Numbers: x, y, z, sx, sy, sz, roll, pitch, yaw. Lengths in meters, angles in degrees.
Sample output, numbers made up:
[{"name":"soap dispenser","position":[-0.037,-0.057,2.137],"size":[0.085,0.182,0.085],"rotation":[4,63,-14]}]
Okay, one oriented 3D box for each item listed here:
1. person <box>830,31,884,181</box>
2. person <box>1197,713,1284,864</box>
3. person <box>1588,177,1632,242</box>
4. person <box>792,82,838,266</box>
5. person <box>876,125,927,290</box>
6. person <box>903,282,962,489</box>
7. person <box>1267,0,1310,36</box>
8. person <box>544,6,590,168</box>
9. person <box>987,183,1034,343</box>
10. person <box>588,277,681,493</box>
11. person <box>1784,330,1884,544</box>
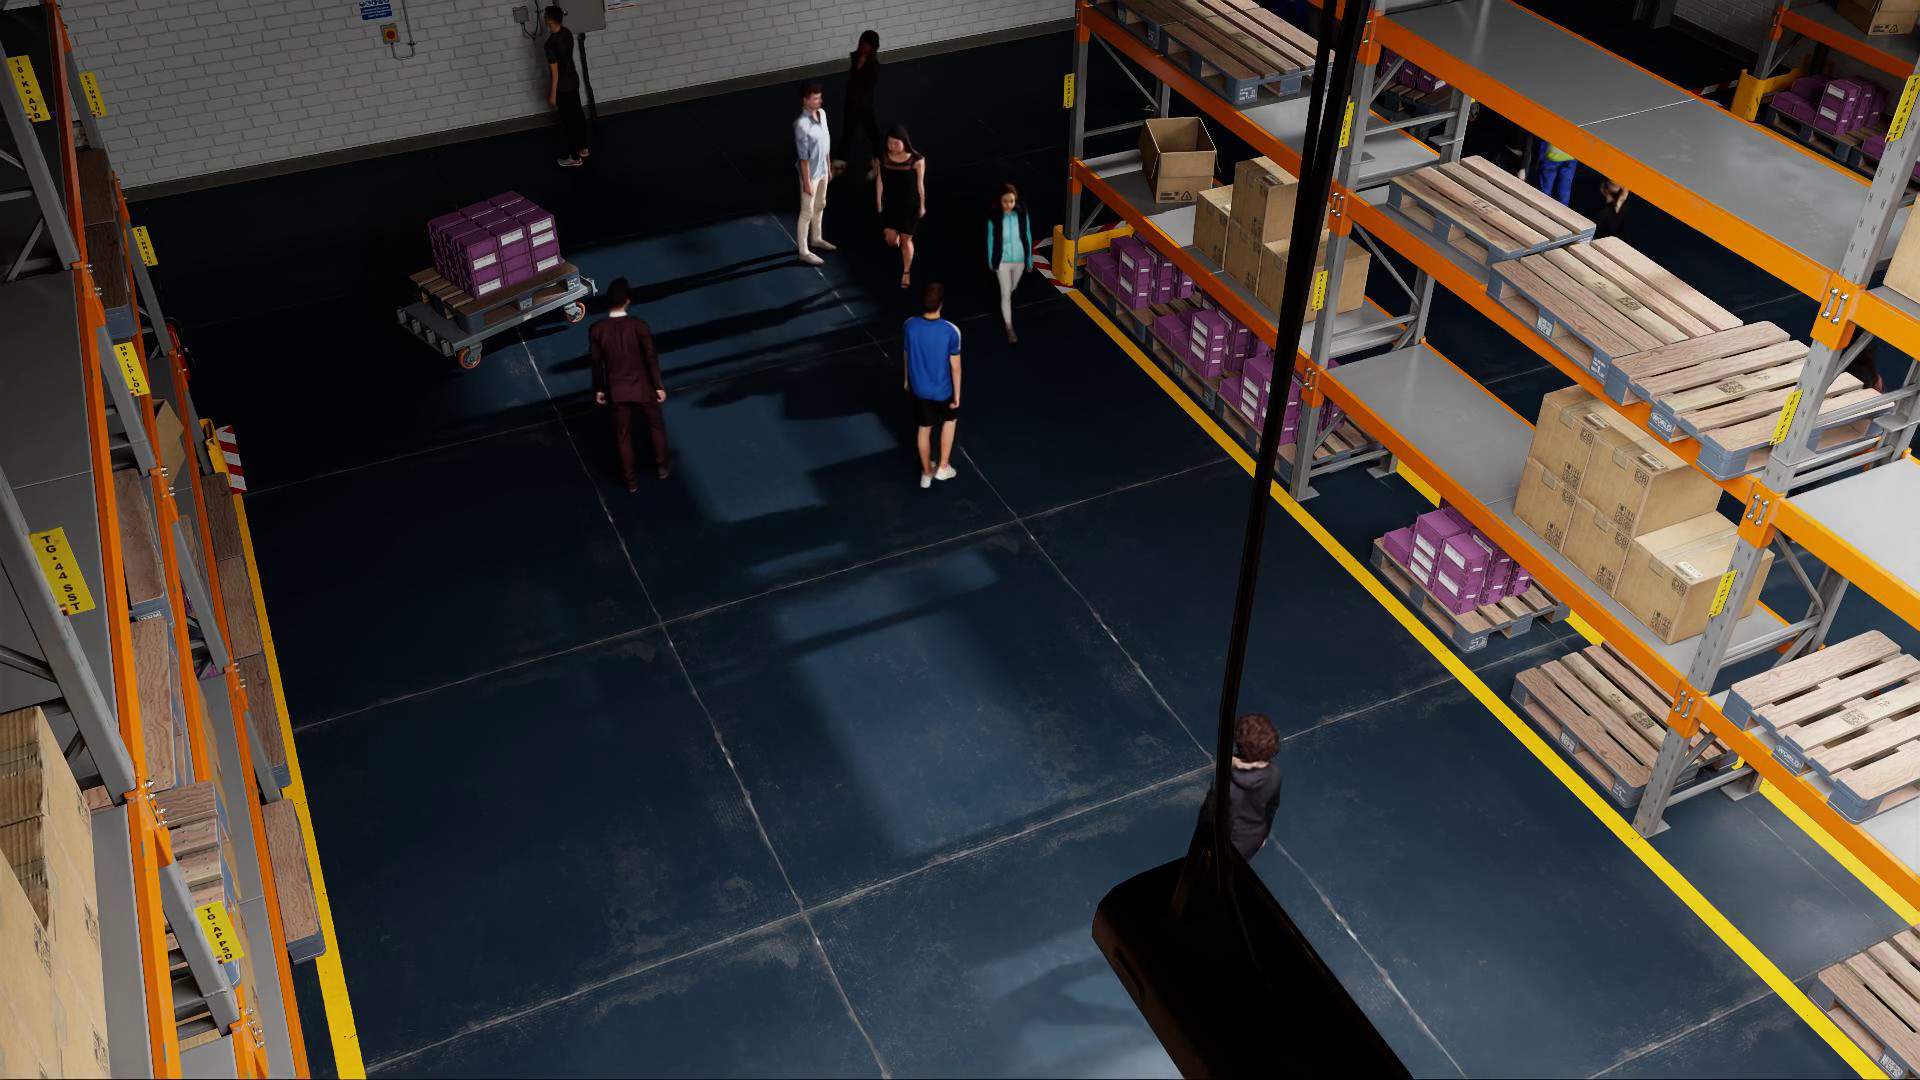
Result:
[{"name":"person","position":[-1.152,-4.557,17.675],"size":[0.885,1.640,0.912],"rotation":[-4,39,-5]},{"name":"person","position":[1.634,1.767,9.669],"size":[0.607,1.750,1.092],"rotation":[-15,41,-17]},{"name":"person","position":[5.800,-2.464,15.013],"size":[0.666,1.691,0.723],"rotation":[-18,42,-21]},{"name":"person","position":[-1.453,-3.630,16.349],"size":[0.758,1.845,0.720],"rotation":[16,41,19]},{"name":"person","position":[-0.541,-3.232,15.966],"size":[0.870,1.702,0.945],"rotation":[8,39,10]},{"name":"person","position":[-0.245,-1.183,13.279],"size":[0.793,1.852,0.839],"rotation":[6,39,7]},{"name":"person","position":[4.130,-6.797,20.308],"size":[1.245,1.854,1.196],"rotation":[12,40,14]},{"name":"person","position":[-4.282,-4.930,18.042],"size":[0.782,1.764,0.697],"rotation":[9,39,11]},{"name":"person","position":[0.451,-2.637,15.404],"size":[0.648,1.473,0.990],"rotation":[-11,40,-13]},{"name":"person","position":[-2.643,-1.207,13.306],"size":[0.858,1.857,0.863],"rotation":[-7,39,-8]},{"name":"person","position":[6.672,-0.758,12.797],"size":[0.979,1.790,1.122],"rotation":[4,39,5]}]
